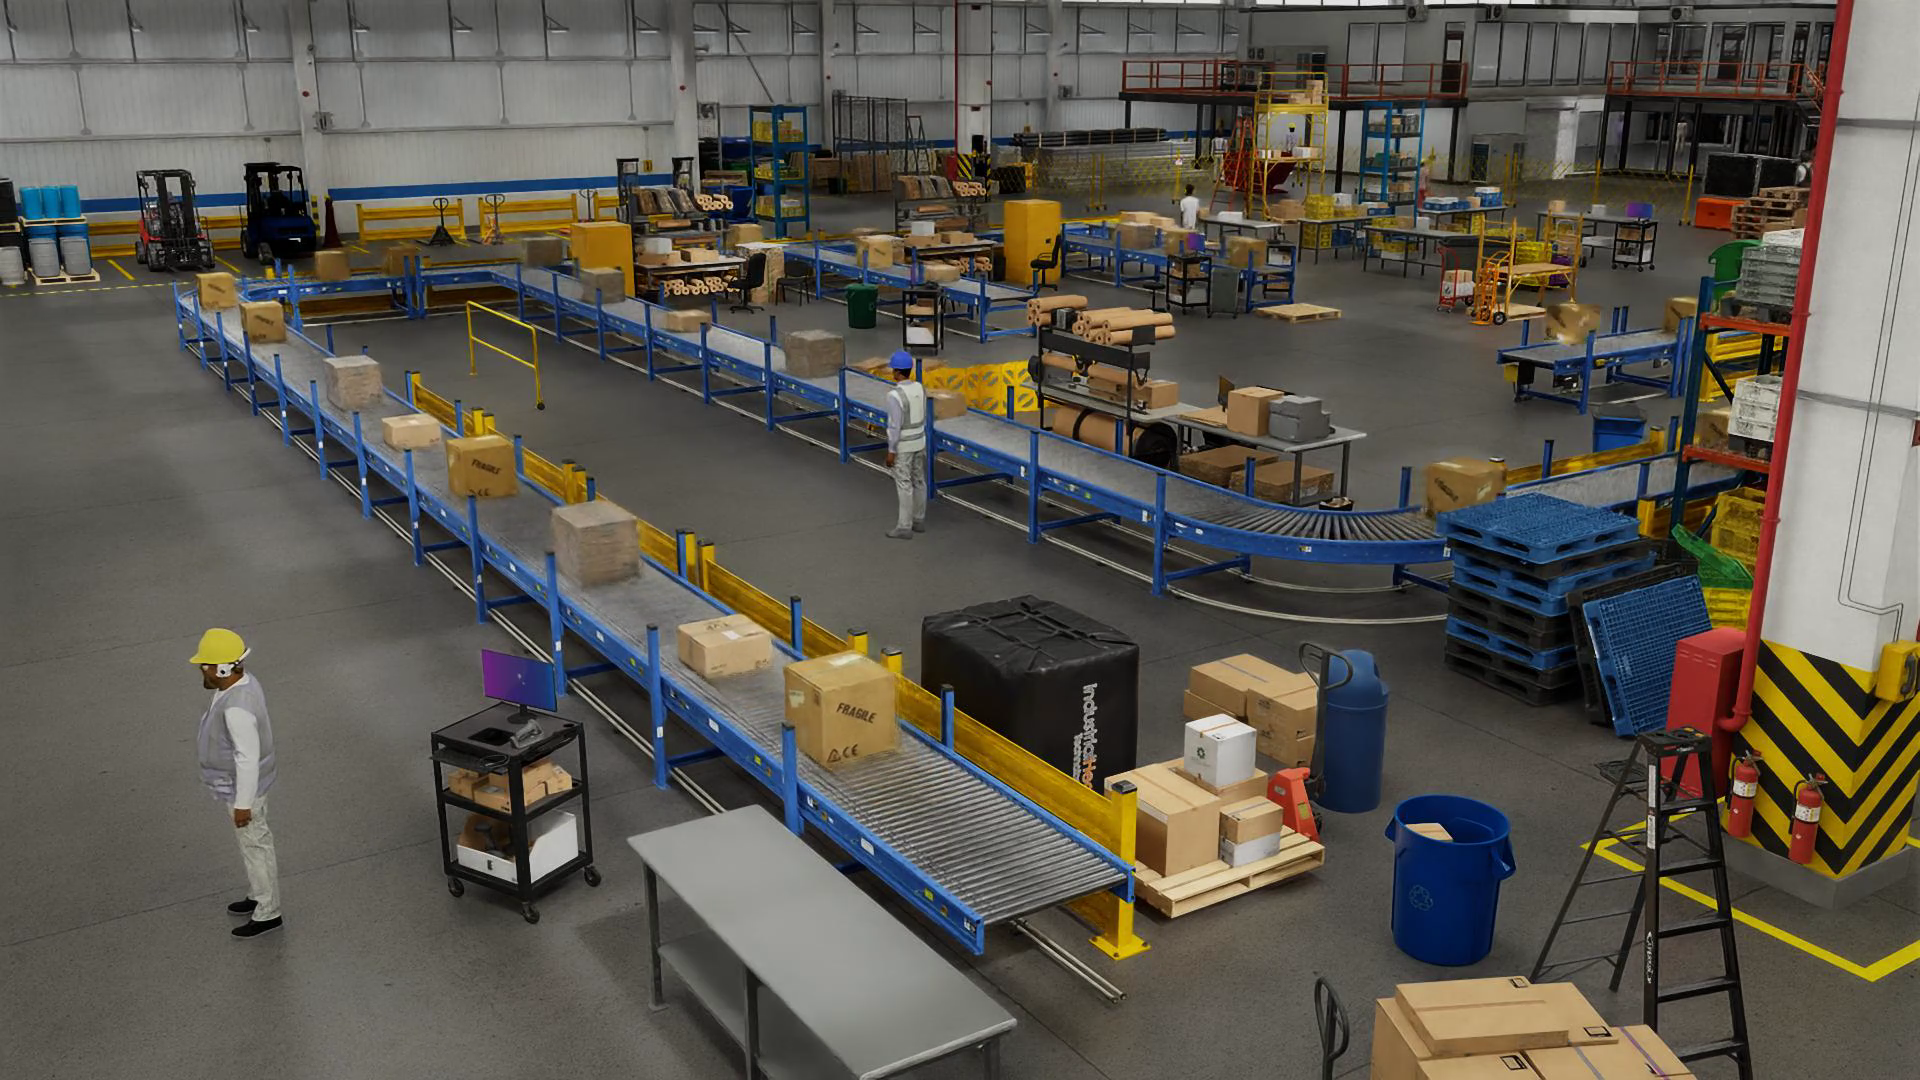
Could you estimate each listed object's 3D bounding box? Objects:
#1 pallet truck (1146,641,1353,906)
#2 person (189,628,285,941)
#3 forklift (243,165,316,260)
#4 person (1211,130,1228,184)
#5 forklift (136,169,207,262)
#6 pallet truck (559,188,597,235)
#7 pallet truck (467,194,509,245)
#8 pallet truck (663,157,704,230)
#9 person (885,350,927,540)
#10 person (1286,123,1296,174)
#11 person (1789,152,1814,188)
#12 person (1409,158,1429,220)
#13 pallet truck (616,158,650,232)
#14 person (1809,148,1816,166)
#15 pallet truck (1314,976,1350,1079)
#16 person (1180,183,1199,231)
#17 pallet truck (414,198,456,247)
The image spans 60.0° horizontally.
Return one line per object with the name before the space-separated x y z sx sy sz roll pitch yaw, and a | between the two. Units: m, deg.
pallet truck | 1.664 1.407 10.232 1.630 1.274 0.653 -10 20 -31
person | -4.092 1.369 9.444 0.404 1.832 0.599 -7 18 -23
forklift | -15.898 -7.669 38.708 1.157 1.987 2.680 -11 20 -33
person | 9.295 -13.738 59.628 0.584 1.882 0.337 6 18 20
forklift | -17.842 -7.318 37.559 1.157 1.987 2.680 -10 20 -31
pallet truck | -10.010 -8.652 43.699 0.653 1.274 1.630 -10 20 -31
pallet truck | -11.983 -8.177 42.137 0.704 1.261 1.522 -11 20 -33
pallet truck | -7.586 -9.308 44.692 0.823 1.965 1.885 -11 20 -33
person | -0.566 -0.972 17.038 0.404 1.948 0.605 10 19 30
person | 12.678 -15.013 63.799 0.373 1.924 0.594 5 17 15
person | 23.556 -9.896 46.576 0.694 2.000 1.058 -5 17 -16
person | 13.077 -10.040 47.575 0.551 1.721 0.870 -6 18 -20
pallet truck | -8.918 -9.176 44.255 0.823 1.965 1.885 -9 19 -27
person | 25.177 -10.596 49.081 0.550 1.935 0.376 -13 21 -37
pallet truck | 2.299 2.390 7.086 1.601 1.201 0.680 -2 17 -7
person | 5.197 -7.169 37.831 0.525 1.854 0.419 -7 18 -21
pallet truck | -13.250 -8.060 41.856 0.680 1.201 1.601 -10 20 -31
